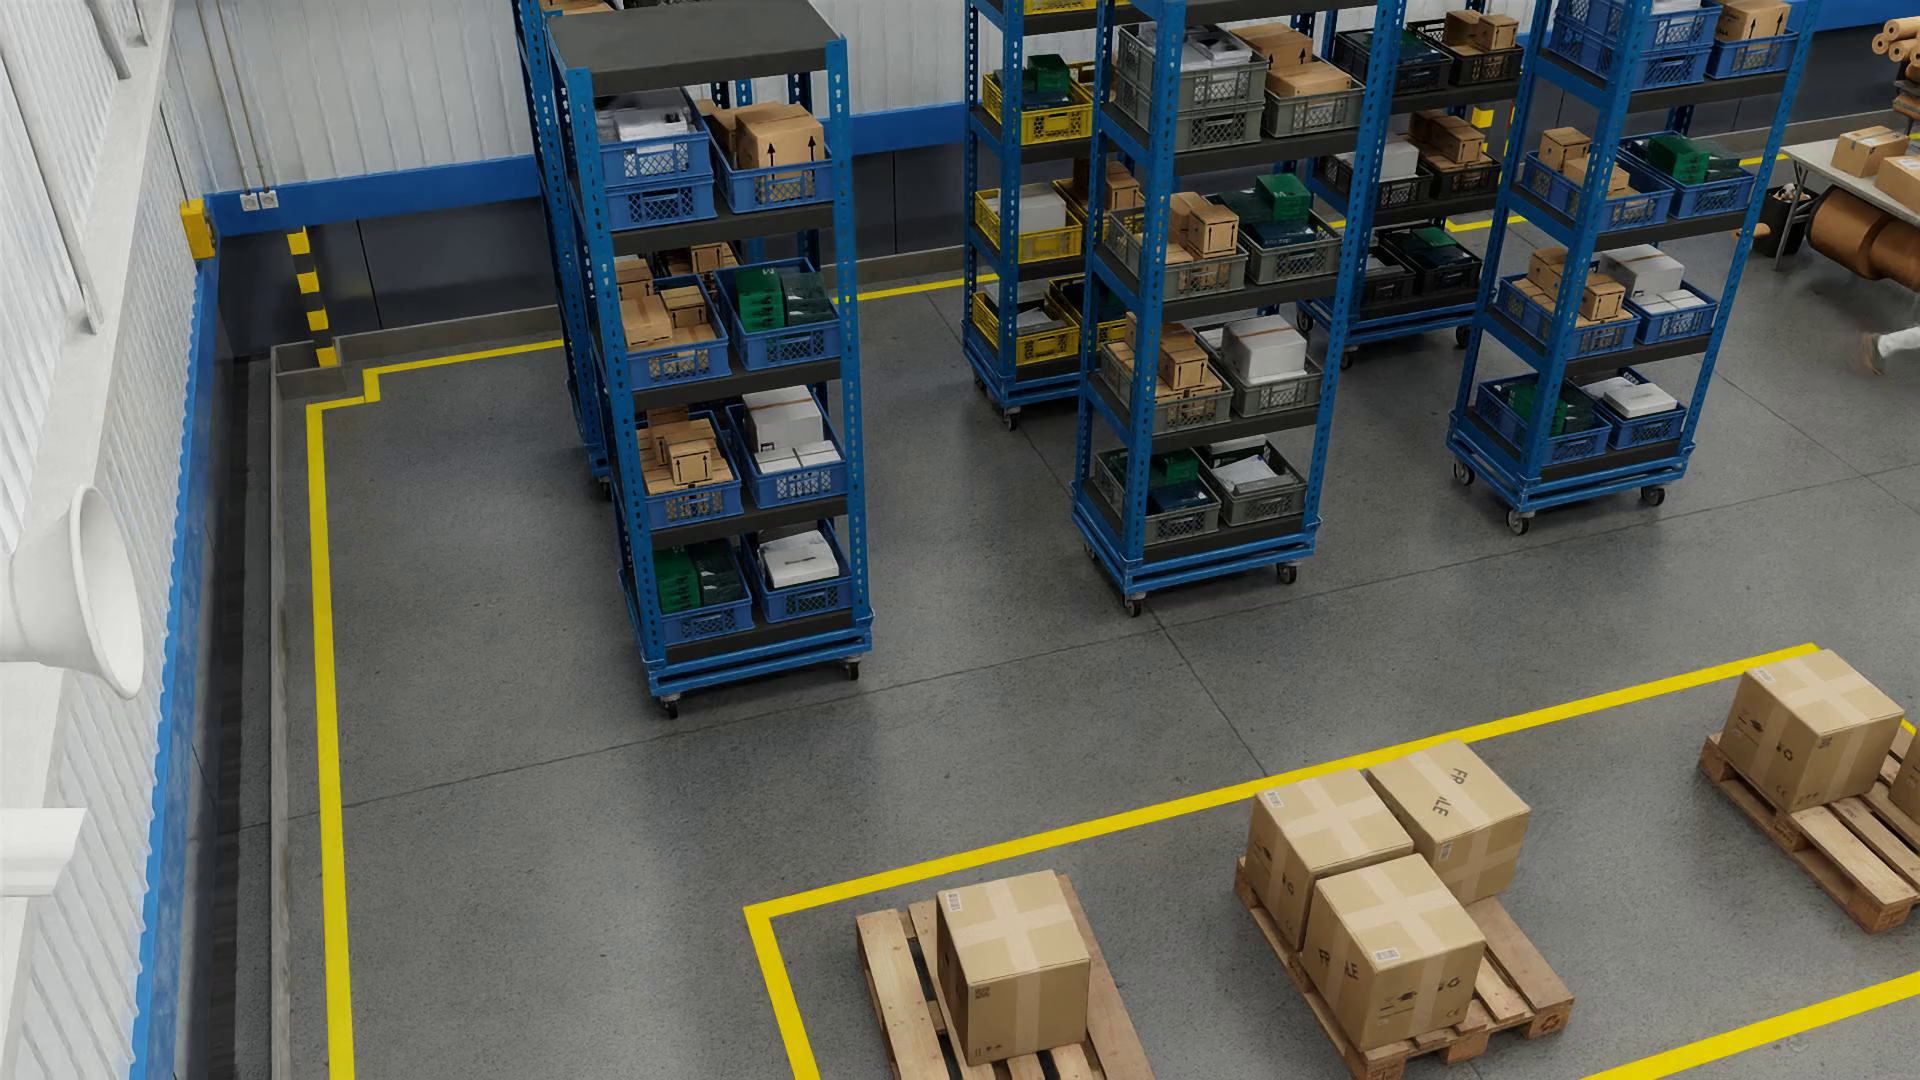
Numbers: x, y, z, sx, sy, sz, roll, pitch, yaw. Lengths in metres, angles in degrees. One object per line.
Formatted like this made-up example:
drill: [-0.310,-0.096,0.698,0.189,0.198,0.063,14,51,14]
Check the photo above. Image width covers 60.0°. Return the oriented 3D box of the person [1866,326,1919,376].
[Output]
person: [6.752,-1.789,11.205,0.585,1.861,0.750,-21,40,-27]
